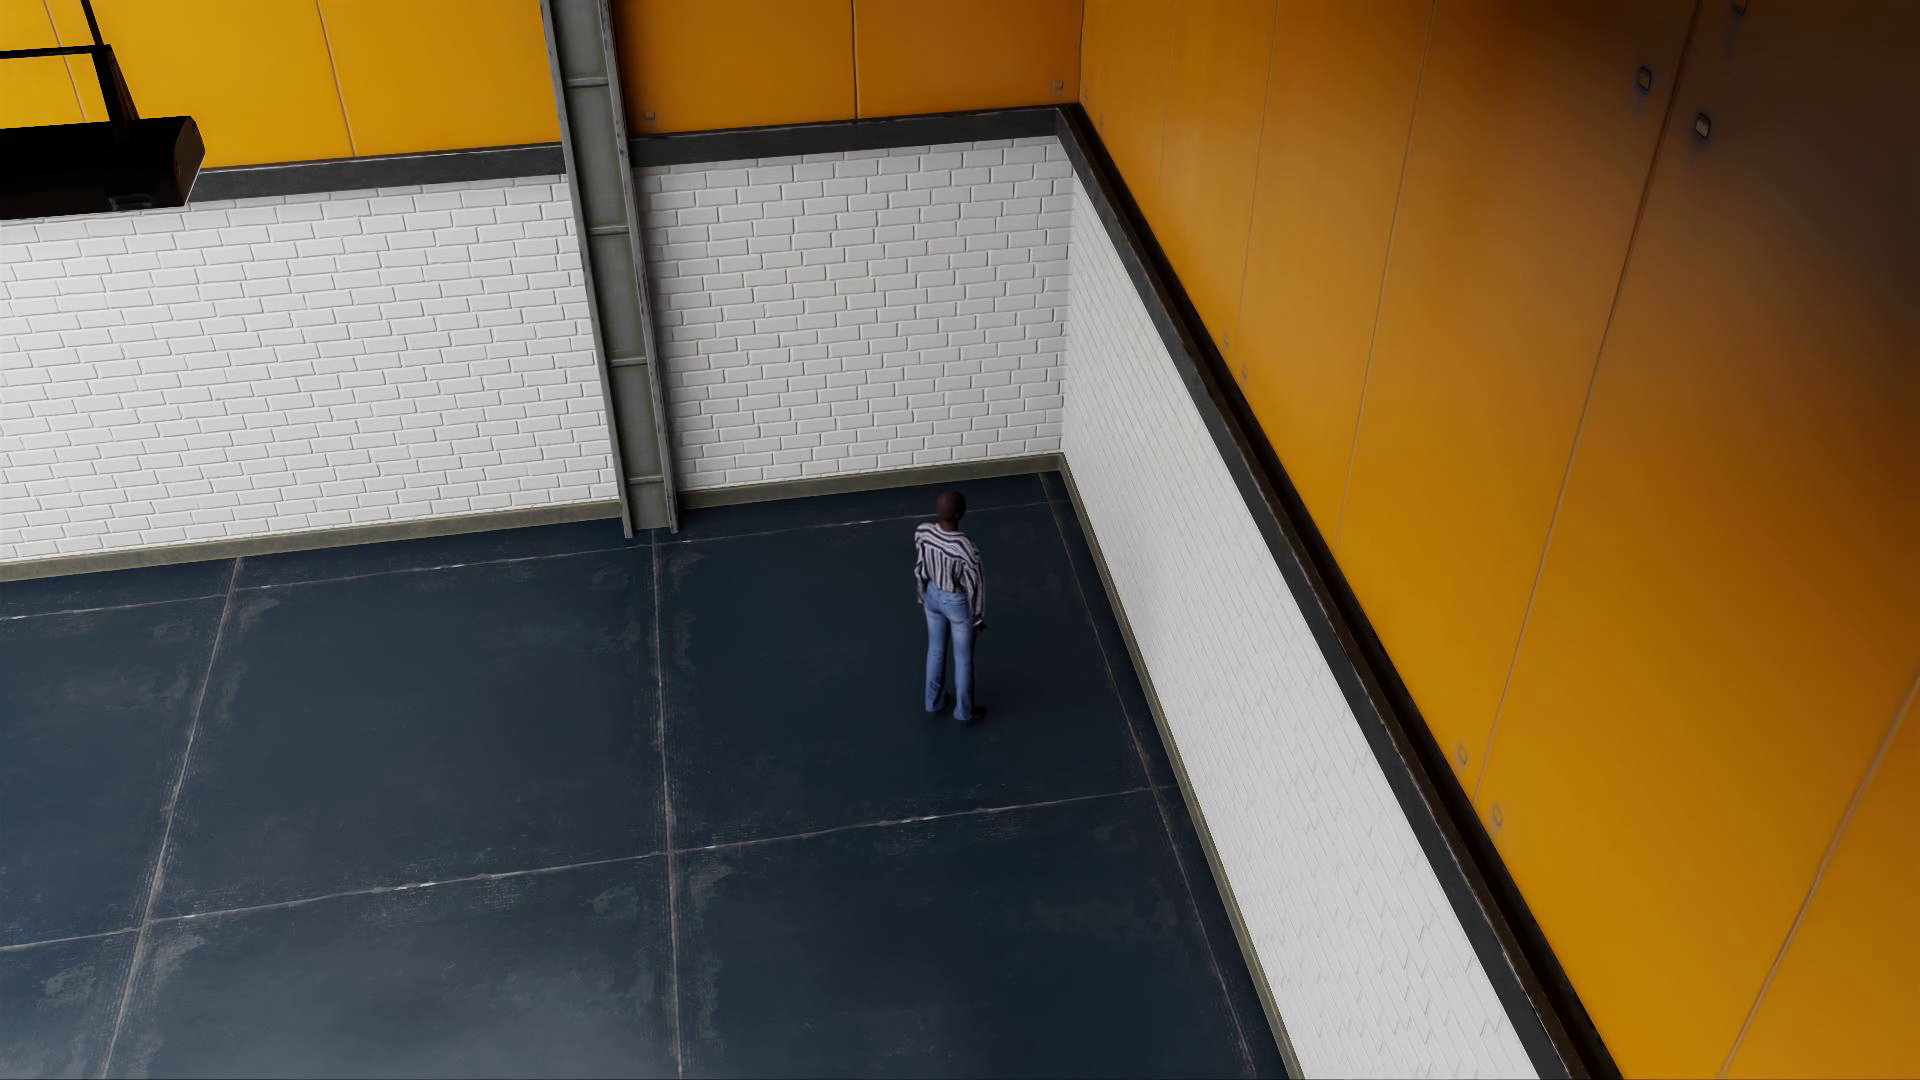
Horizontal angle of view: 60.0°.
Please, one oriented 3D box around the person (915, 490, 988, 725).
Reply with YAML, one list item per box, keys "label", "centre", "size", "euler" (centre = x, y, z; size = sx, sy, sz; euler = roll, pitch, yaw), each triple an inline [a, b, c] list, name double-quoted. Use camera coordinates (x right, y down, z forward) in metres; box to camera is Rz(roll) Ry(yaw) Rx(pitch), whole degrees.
- label: "person"
  centre: [-0.058, 0.431, 10.365]
  size: [0.692, 1.795, 0.752]
  euler: [24, 44, 27]
